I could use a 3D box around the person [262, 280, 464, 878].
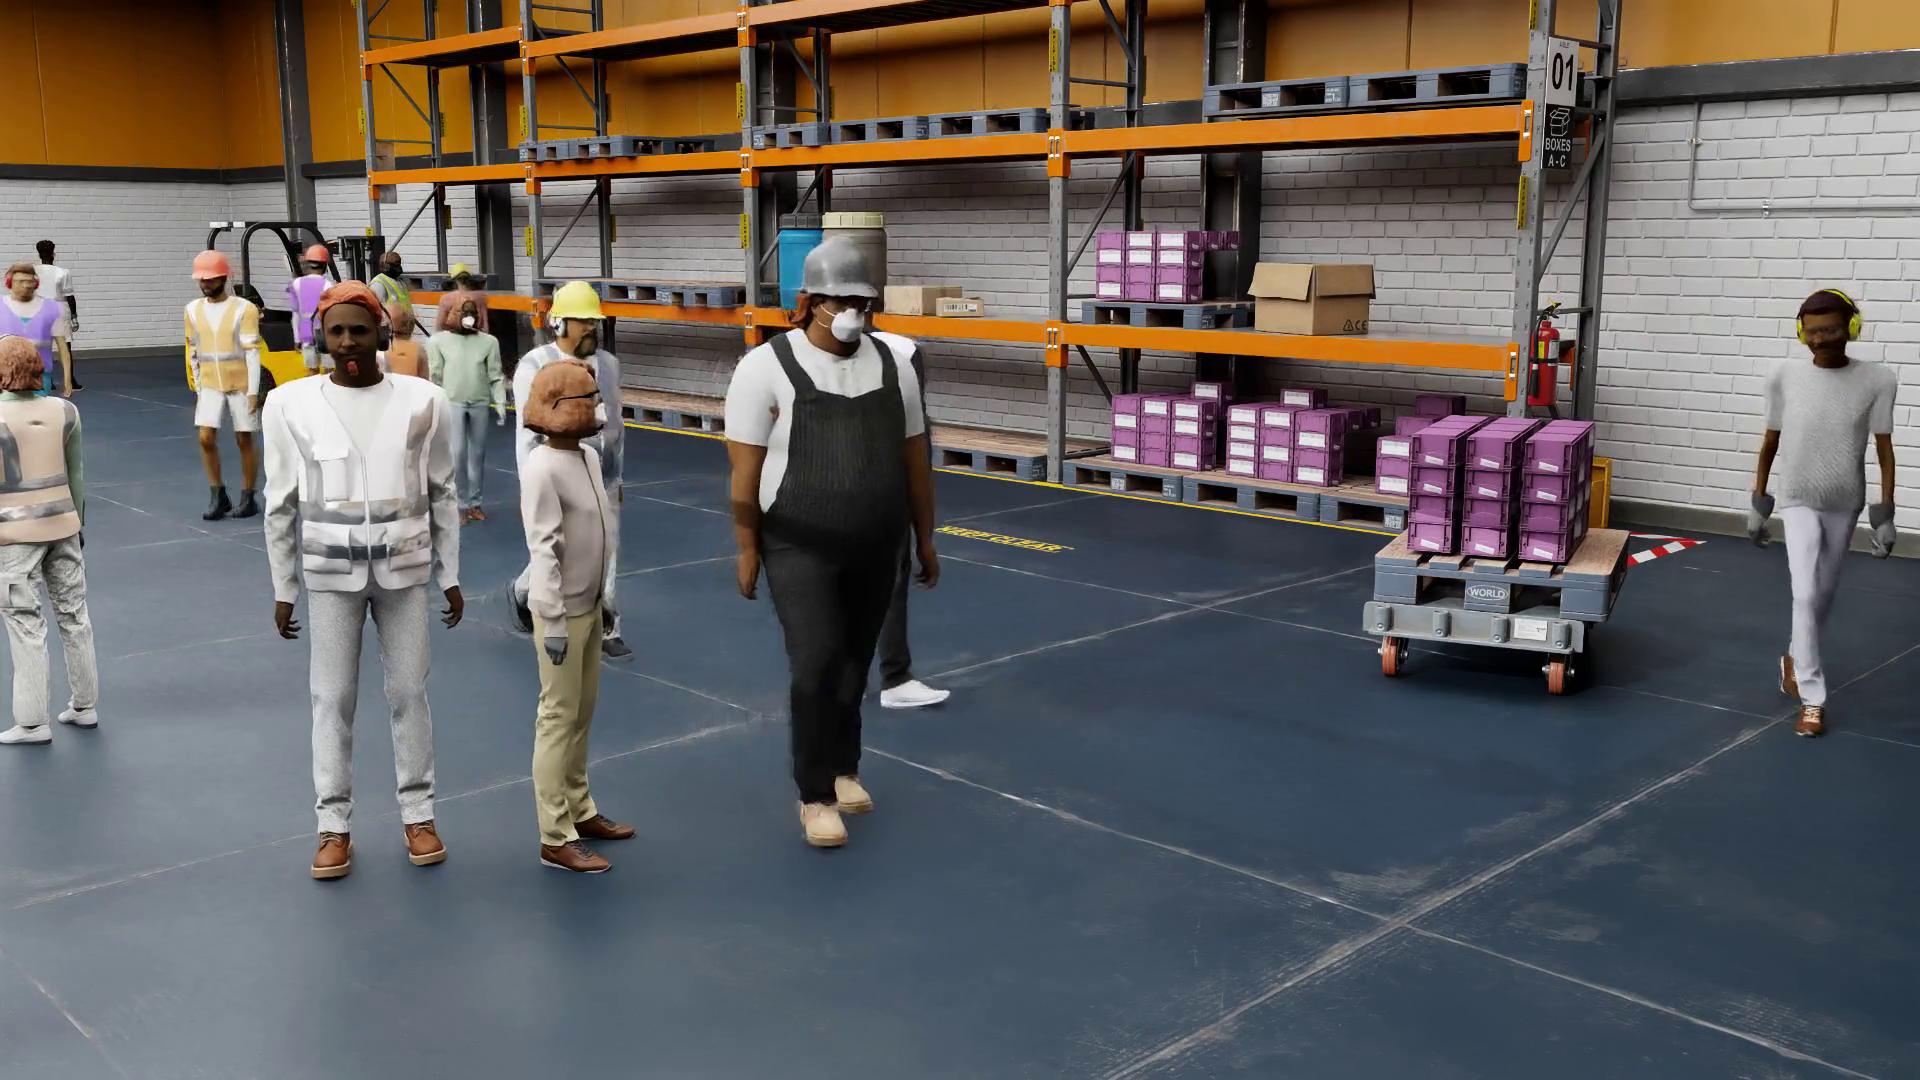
[{"bbox_3d":[-1.879,0.127,5.280,0.581,1.882,0.339,-4,11,-22],"label":"person"}]

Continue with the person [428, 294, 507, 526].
[{"bbox_3d":[-3.433,-0.906,11.659,0.515,1.609,0.594,-6,12,-30],"label":"person"}]

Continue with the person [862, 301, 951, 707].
[{"bbox_3d":[-0.357,-0.222,7.219,0.766,1.873,0.393,5,12,26],"label":"person"}]

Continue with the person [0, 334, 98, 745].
[{"bbox_3d":[-3.703,0.000,6.639,0.307,1.641,0.512,4,11,21],"label":"person"}]

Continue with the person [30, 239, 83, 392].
[{"bbox_3d":[-11.719,-2.888,21.497,0.606,1.966,0.367,-2,11,-9],"label":"person"}]

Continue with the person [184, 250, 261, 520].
[{"bbox_3d":[-5.220,-1.080,11.792,0.548,1.913,0.600,0,10,-2],"label":"person"}]

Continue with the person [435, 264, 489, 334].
[{"bbox_3d":[-5.450,-2.171,18.304,0.536,1.703,0.946,-7,12,-33],"label":"person"}]

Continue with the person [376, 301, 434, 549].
[{"bbox_3d":[-3.602,-0.745,10.782,0.769,1.607,0.505,6,12,30],"label":"person"}]

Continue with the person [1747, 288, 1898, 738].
[{"bbox_3d":[3.634,-0.150,7.008,0.550,1.815,0.934,5,11,23],"label":"person"}]

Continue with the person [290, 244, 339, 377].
[{"bbox_3d":[-6.801,-2.161,17.641,0.558,1.923,0.506,0,10,2],"label":"person"}]

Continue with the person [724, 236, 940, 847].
[{"bbox_3d":[-0.373,-0.011,5.602,0.704,2.000,0.749,-6,12,-31],"label":"person"}]

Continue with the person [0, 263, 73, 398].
[{"bbox_3d":[-7.422,-1.302,13.295,0.578,1.795,0.871,-8,13,-36],"label":"person"}]

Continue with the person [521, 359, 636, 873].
[{"bbox_3d":[-1.241,0.236,5.359,0.280,1.636,0.502,1,10,5],"label":"person"}]

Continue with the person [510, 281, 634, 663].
[{"bbox_3d":[-1.892,-0.333,7.970,0.712,1.812,0.609,9,14,41],"label":"person"}]

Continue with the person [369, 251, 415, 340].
[{"bbox_3d":[-6.273,-2.272,18.480,0.429,1.844,0.627,1,10,6],"label":"person"}]

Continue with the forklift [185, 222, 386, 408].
[{"bbox_3d":[-8.169,-2.758,20.163,2.313,2.155,1.214,-10,14,-44],"label":"forklift"}]
